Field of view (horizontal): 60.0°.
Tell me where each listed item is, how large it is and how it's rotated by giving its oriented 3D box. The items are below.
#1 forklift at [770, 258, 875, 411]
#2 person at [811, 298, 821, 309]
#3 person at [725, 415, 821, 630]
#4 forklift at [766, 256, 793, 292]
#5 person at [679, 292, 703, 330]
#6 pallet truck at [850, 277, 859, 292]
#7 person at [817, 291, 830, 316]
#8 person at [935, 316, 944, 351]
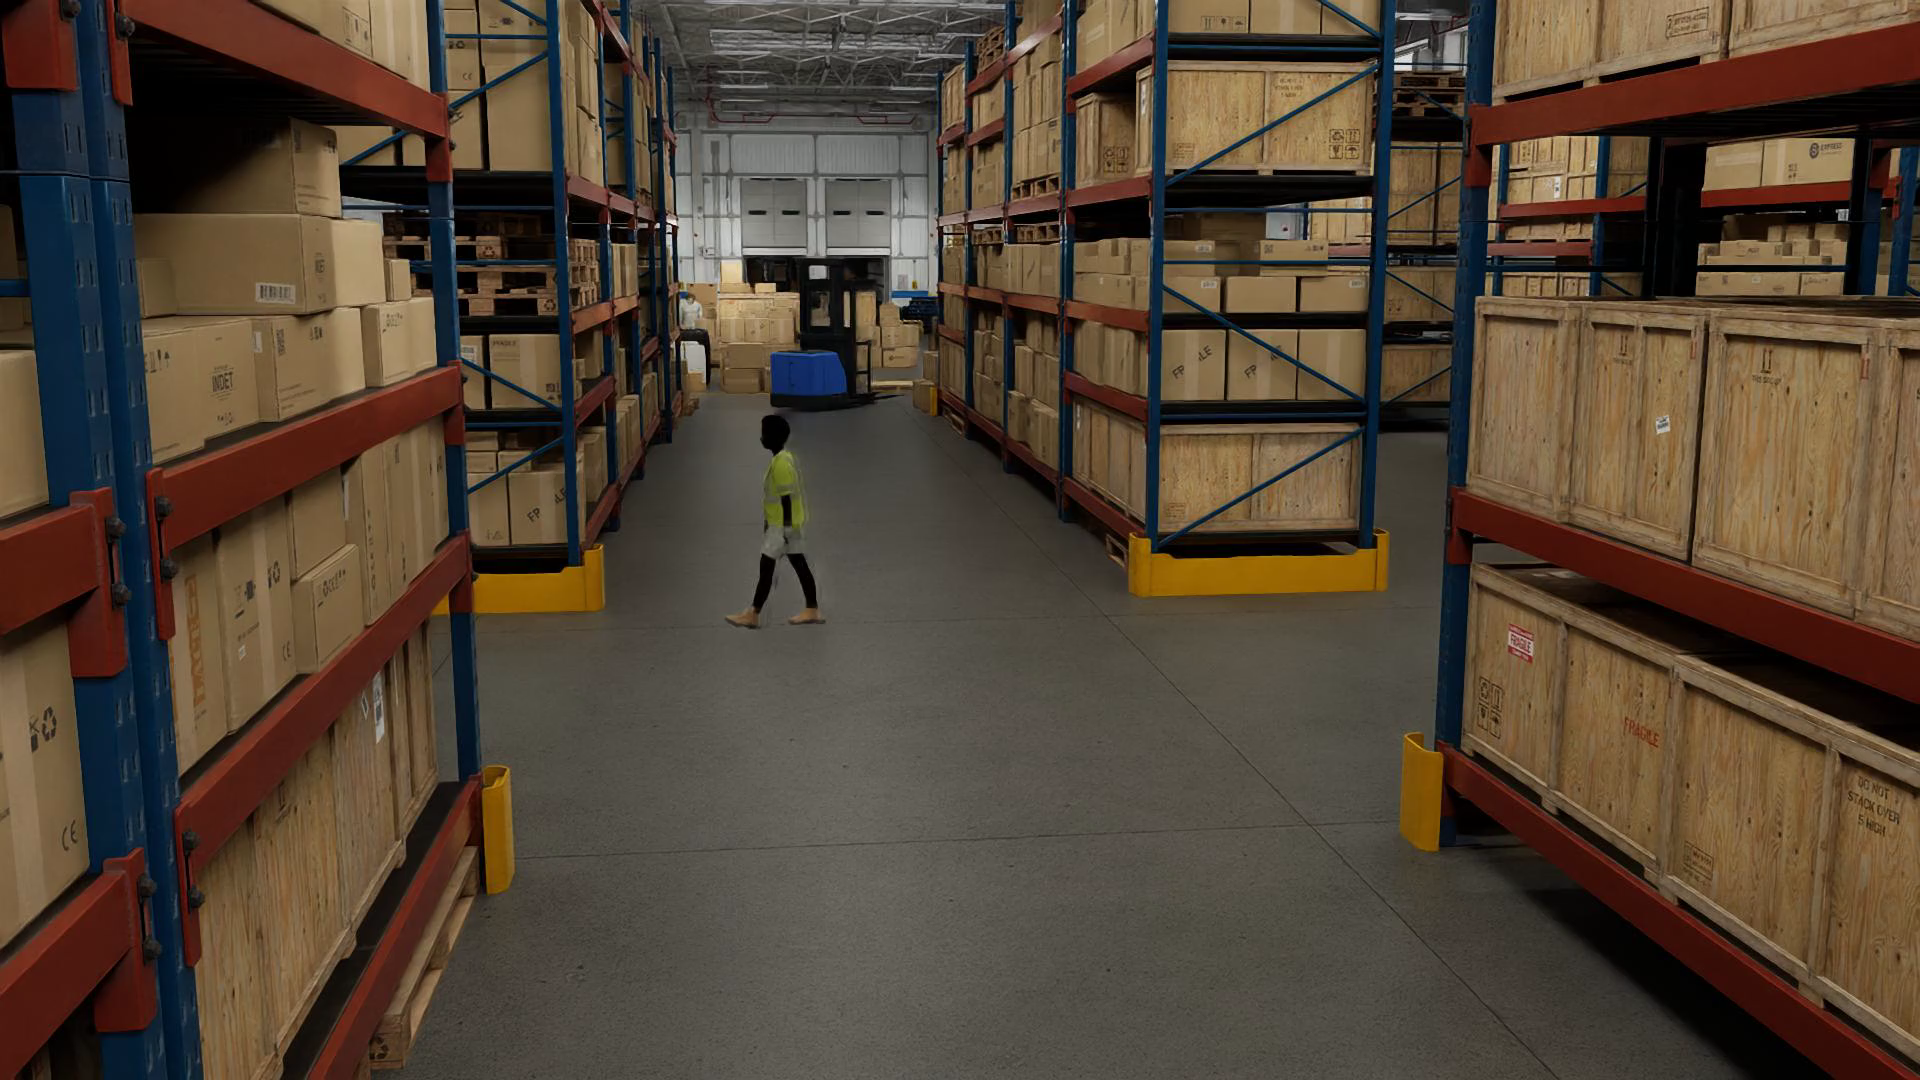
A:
[{"bbox_3d":[-2.619,-3.892,31.224,1.129,2.768,1.873,6,12,33],"label":"forklift"},{"bbox_3d":[-3.526,-5.009,40.750,0.429,1.843,0.628,-5,11,-29],"label":"person"},{"bbox_3d":[-1.463,-0.136,12.890,0.815,1.655,0.552,-1,10,-5],"label":"person"},{"bbox_3d":[-6.555,-8.937,60.594,1.129,2.768,1.873,-6,12,-33],"label":"forklift"},{"bbox_3d":[-7.357,-5.844,45.500,0.673,1.927,0.706,-1,10,-7],"label":"person"},{"bbox_3d":[-3.782,-9.391,65.808,1.885,1.965,0.823,2,10,10],"label":"pallet truck"},{"bbox_3d":[-5.315,-9.227,65.066,0.592,1.922,0.379,6,12,33],"label":"person"},{"bbox_3d":[-0.106,-4.065,34.959,0.676,1.935,0.948,8,13,40],"label":"person"}]
